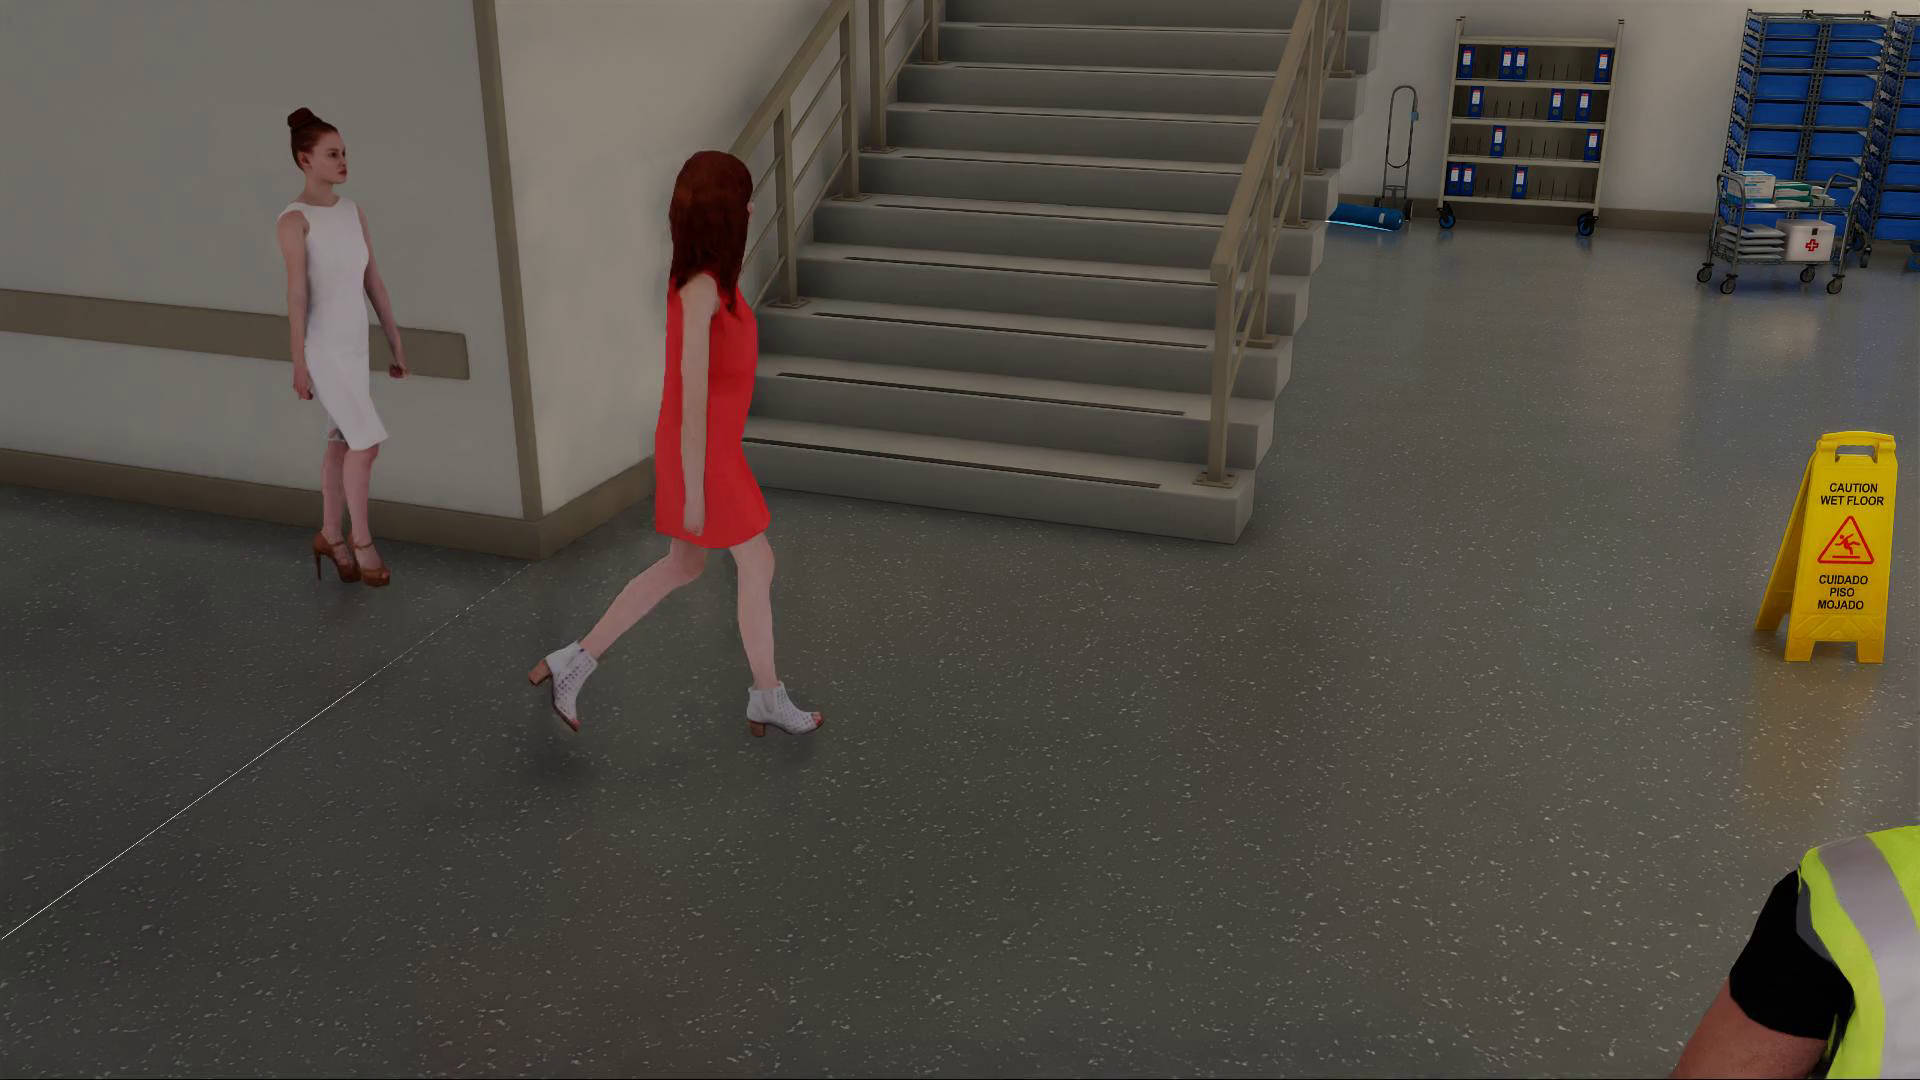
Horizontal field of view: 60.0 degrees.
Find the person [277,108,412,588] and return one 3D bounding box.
[{"bbox_3d":[-2.365,-0.659,6.105,0.652,1.776,0.589,7,22,17],"label":"person"}]

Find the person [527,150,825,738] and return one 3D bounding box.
[{"bbox_3d":[-0.847,-0.181,4.829,1.041,1.785,1.132,-3,21,-7],"label":"person"}]
